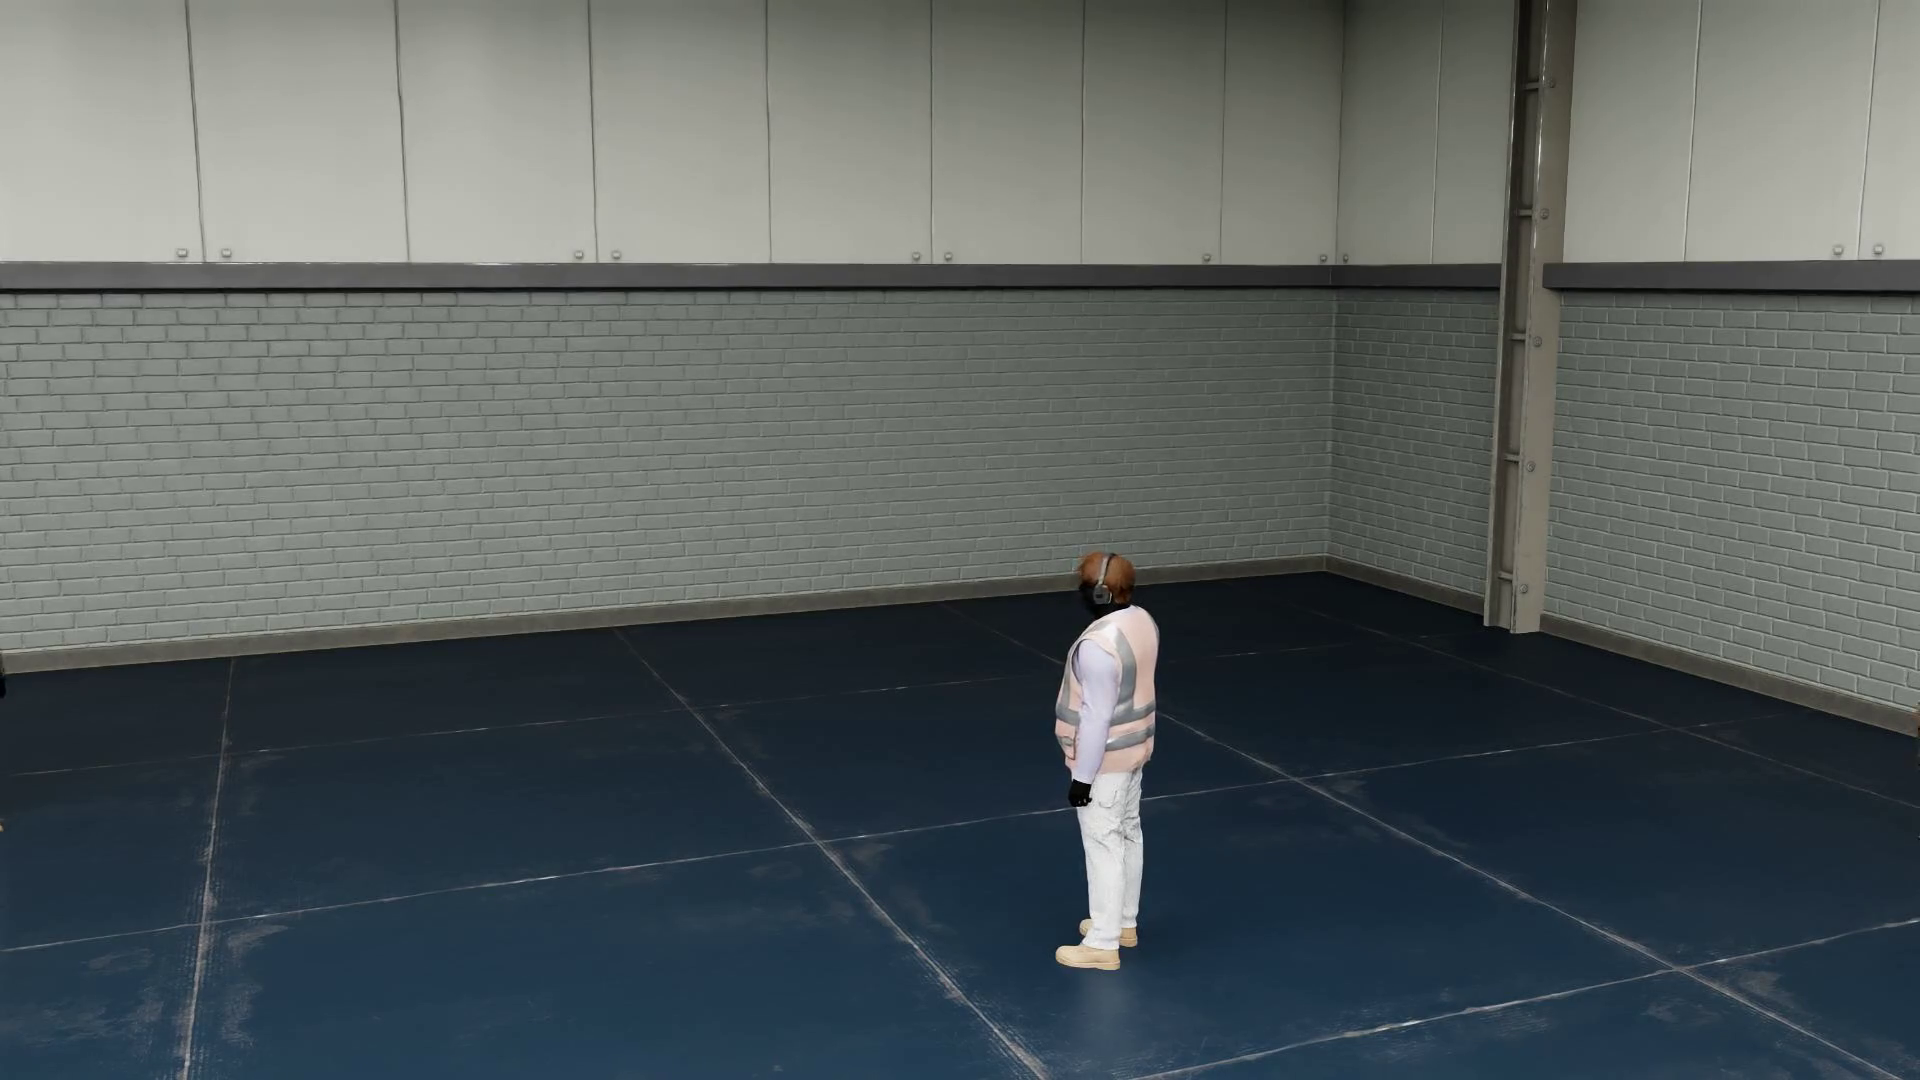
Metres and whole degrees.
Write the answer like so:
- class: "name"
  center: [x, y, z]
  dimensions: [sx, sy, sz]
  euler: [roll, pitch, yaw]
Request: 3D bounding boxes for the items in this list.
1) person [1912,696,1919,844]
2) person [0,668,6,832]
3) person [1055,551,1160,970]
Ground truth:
- class: "person"
  center: [5.142, 0.781, 8.460]
  dimensions: [0.534, 1.831, 0.647]
  euler: [0, 9, -2]
- class: "person"
  center: [-5.495, 0.697, 9.077]
  dimensions: [0.674, 1.815, 0.431]
  euler: [6, 11, 33]
- class: "person"
  center: [0.632, 0.959, 7.321]
  dimensions: [0.429, 1.845, 0.625]
  euler: [4, 10, 25]
